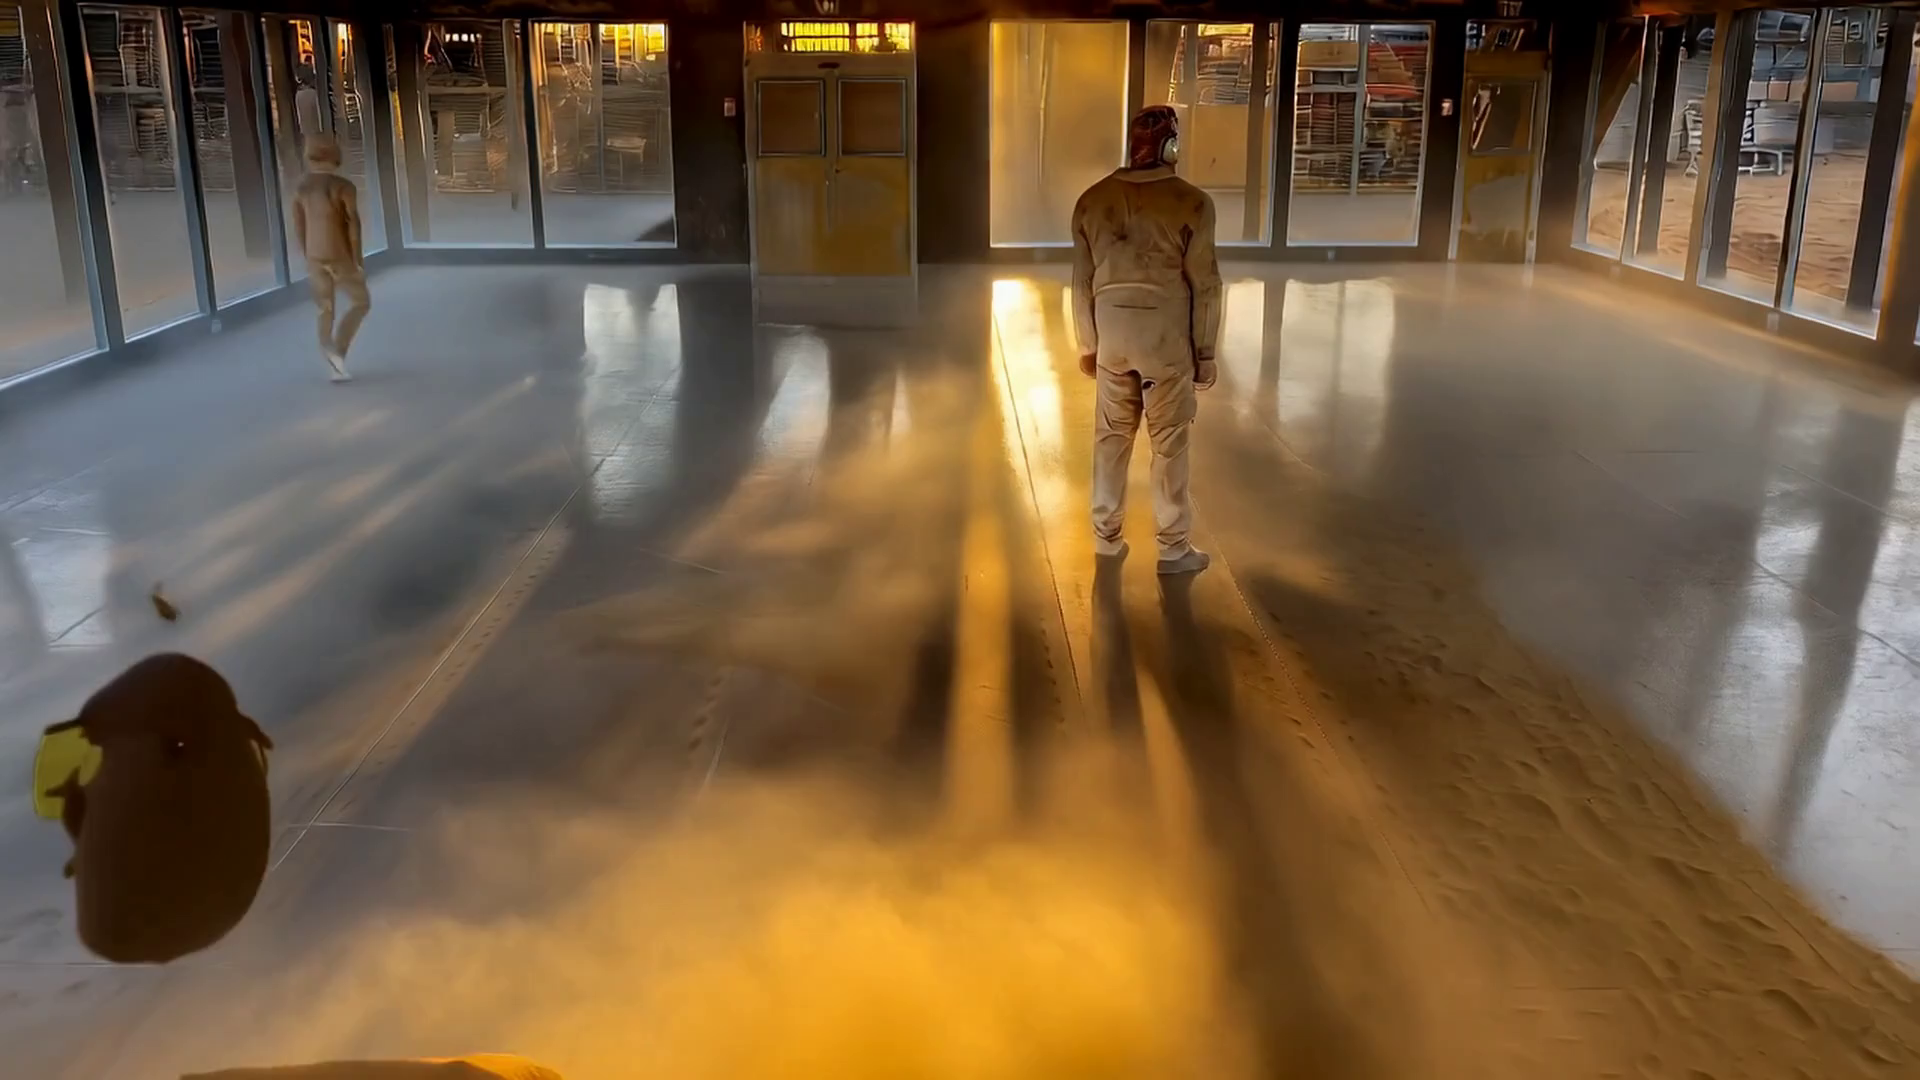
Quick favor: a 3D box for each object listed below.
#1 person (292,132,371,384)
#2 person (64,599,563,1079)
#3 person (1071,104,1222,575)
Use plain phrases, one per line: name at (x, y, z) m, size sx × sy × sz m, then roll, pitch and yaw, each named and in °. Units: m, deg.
person at (-4.060, -1.805, 10.751) m, size 0.506 × 1.622 × 0.373 m, roll 5°, pitch 17°, yaw 15°
person at (-0.474, 0.907, 1.114) m, size 0.516 × 1.865 × 0.321 m, roll -9°, pitch 19°, yaw -28°
person at (0.780, -0.809, 6.856) m, size 0.639 × 1.910 × 0.407 m, roll 10°, pitch 19°, yaw 30°
